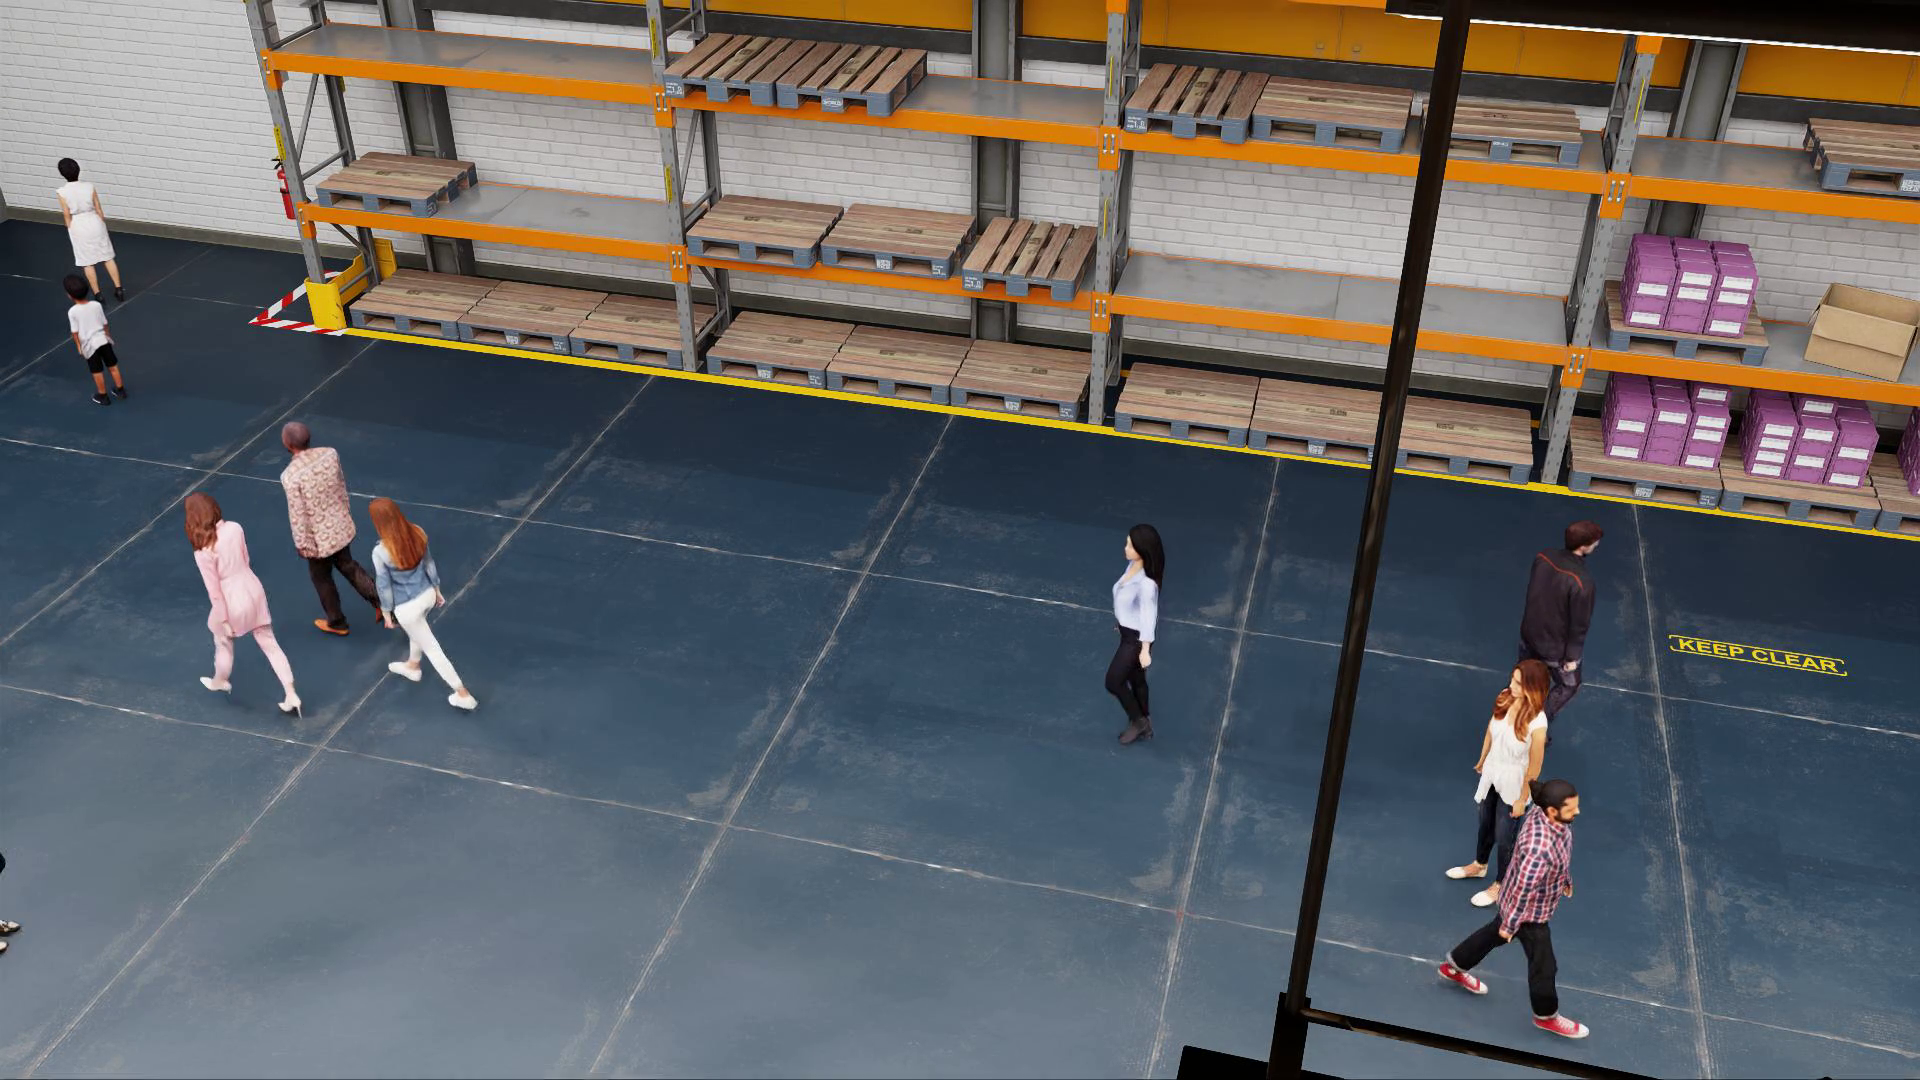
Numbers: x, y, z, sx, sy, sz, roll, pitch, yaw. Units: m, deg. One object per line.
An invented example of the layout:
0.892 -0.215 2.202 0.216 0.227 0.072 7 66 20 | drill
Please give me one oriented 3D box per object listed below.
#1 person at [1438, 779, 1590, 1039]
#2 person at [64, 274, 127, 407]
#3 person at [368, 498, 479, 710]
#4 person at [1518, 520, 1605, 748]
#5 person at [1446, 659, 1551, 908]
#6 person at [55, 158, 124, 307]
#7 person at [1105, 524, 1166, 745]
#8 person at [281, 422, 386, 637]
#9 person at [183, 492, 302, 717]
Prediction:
3.064 1.958 9.165 1.094 1.729 0.737 11 35 17 | person
-7.971 -1.841 15.308 0.576 1.256 0.550 23 40 30 | person
-3.691 0.482 11.453 1.164 1.654 0.789 17 37 24 | person
3.831 0.674 11.014 0.878 1.821 0.849 -13 36 -19 | person
3.264 1.439 9.896 0.702 1.784 0.683 -10 35 -15 | person
-8.923 -3.154 17.016 0.655 1.552 0.640 27 42 34 | person
1.266 0.661 11.113 0.722 1.733 0.749 -2 34 -3 | person
-4.566 -0.038 12.113 0.939 1.790 0.792 16 37 23 | person
-4.840 0.485 11.355 1.119 1.759 0.754 15 36 21 | person
